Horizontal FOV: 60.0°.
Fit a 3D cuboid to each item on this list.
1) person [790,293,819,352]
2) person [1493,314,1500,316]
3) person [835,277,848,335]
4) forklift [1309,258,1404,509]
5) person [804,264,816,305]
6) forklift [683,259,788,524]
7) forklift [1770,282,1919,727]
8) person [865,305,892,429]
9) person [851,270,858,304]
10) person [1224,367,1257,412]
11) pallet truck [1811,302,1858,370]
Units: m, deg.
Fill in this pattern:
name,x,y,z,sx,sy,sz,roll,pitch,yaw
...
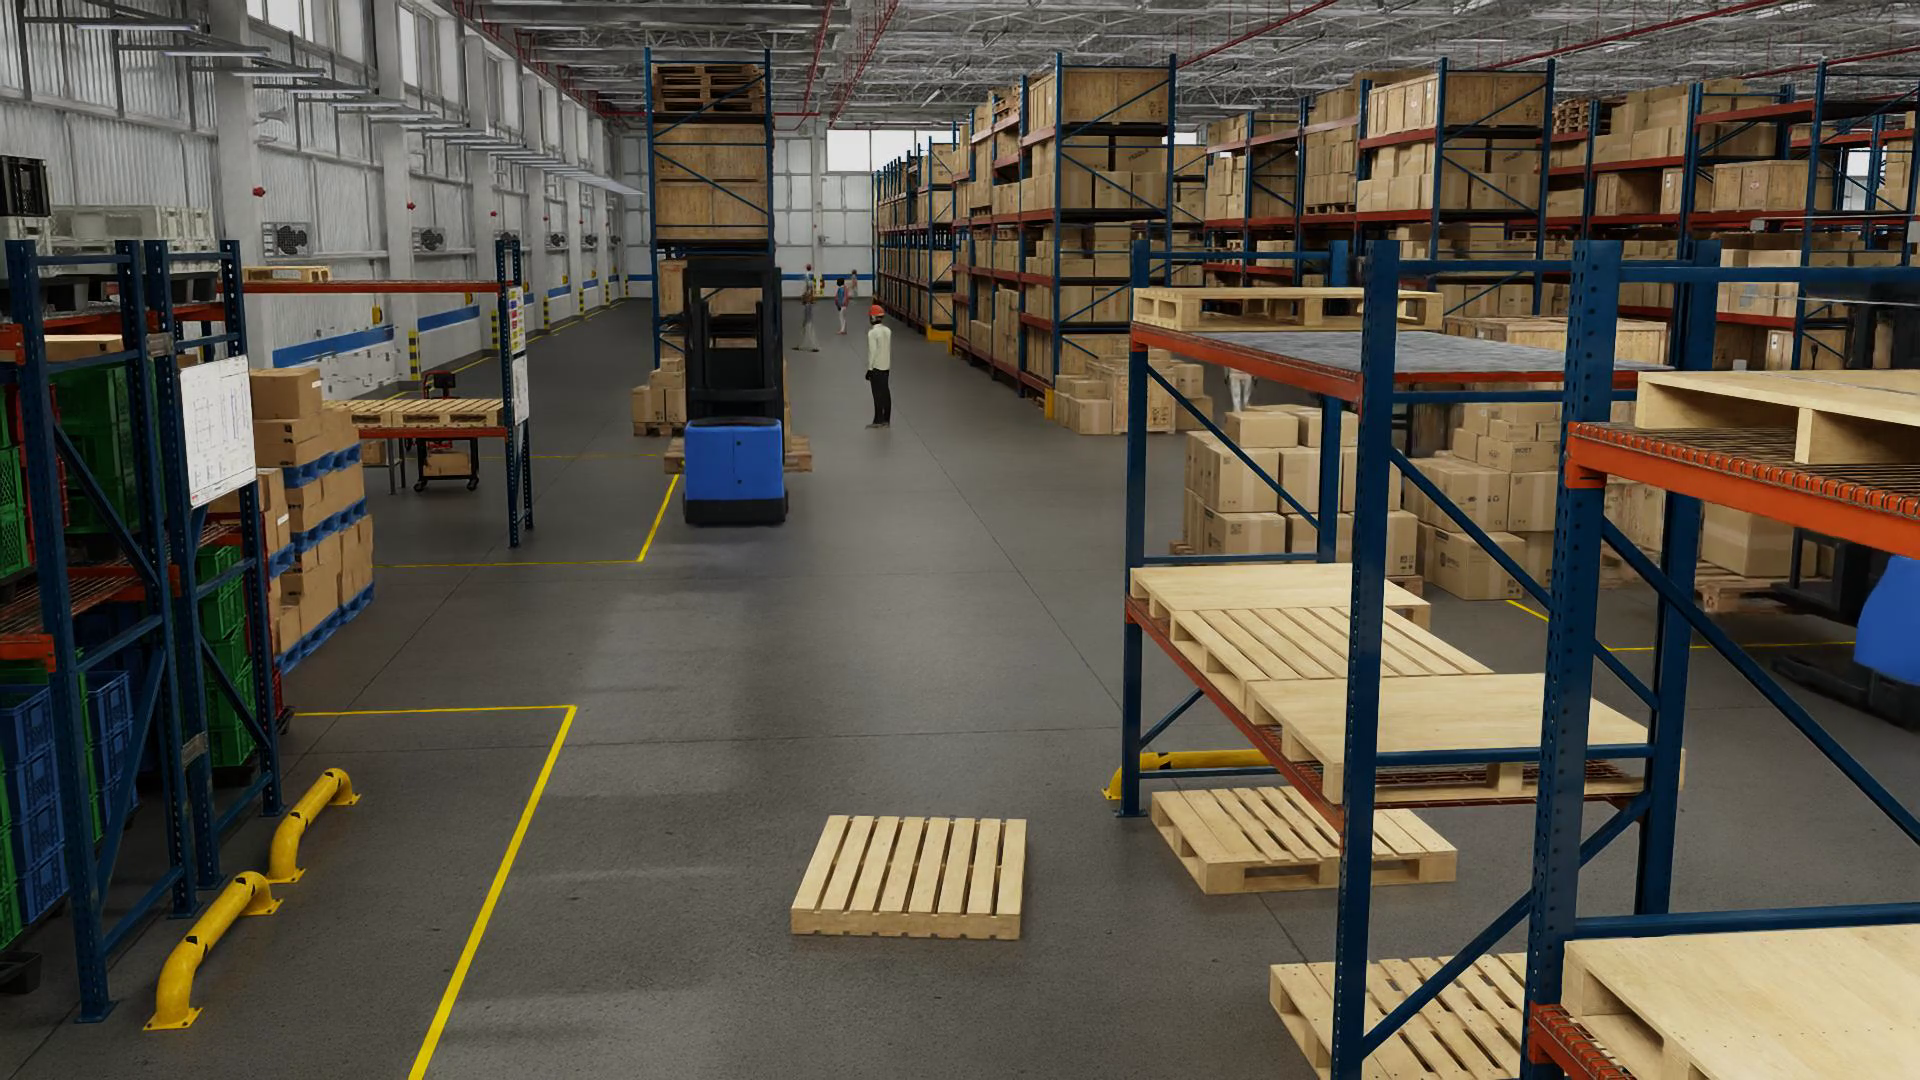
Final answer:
name,x,y,z,sx,sy,sz,roll,pitch,yaw
person,-4.218,-5.883,45.065,0.816,1.593,0.520,-1,10,-7
person,8.219,-2.479,25.370,0.928,1.901,0.661,0,10,0
person,-3.817,-7.534,53.587,0.430,1.838,0.622,1,10,5
forklift,4.166,-1.732,18.533,1.873,2.768,1.129,3,11,16
person,-7.054,-12.036,78.322,0.757,1.911,0.562,-1,10,-6
forklift,-2.473,-1.671,18.194,1.129,2.768,1.873,-1,10,-6
forklift,6.323,-0.289,10.537,1.129,2.768,1.873,-1,10,-6
person,-1.324,-2.780,26.788,0.378,1.996,0.610,5,12,27
person,-4.971,-11.994,78.880,0.400,1.627,0.523,1,10,4
person,4.548,-2.609,26.982,0.527,1.586,0.875,0,10,2
pallet truck,15.846,-3.142,28.793,1.885,1.965,0.823,2,10,12
